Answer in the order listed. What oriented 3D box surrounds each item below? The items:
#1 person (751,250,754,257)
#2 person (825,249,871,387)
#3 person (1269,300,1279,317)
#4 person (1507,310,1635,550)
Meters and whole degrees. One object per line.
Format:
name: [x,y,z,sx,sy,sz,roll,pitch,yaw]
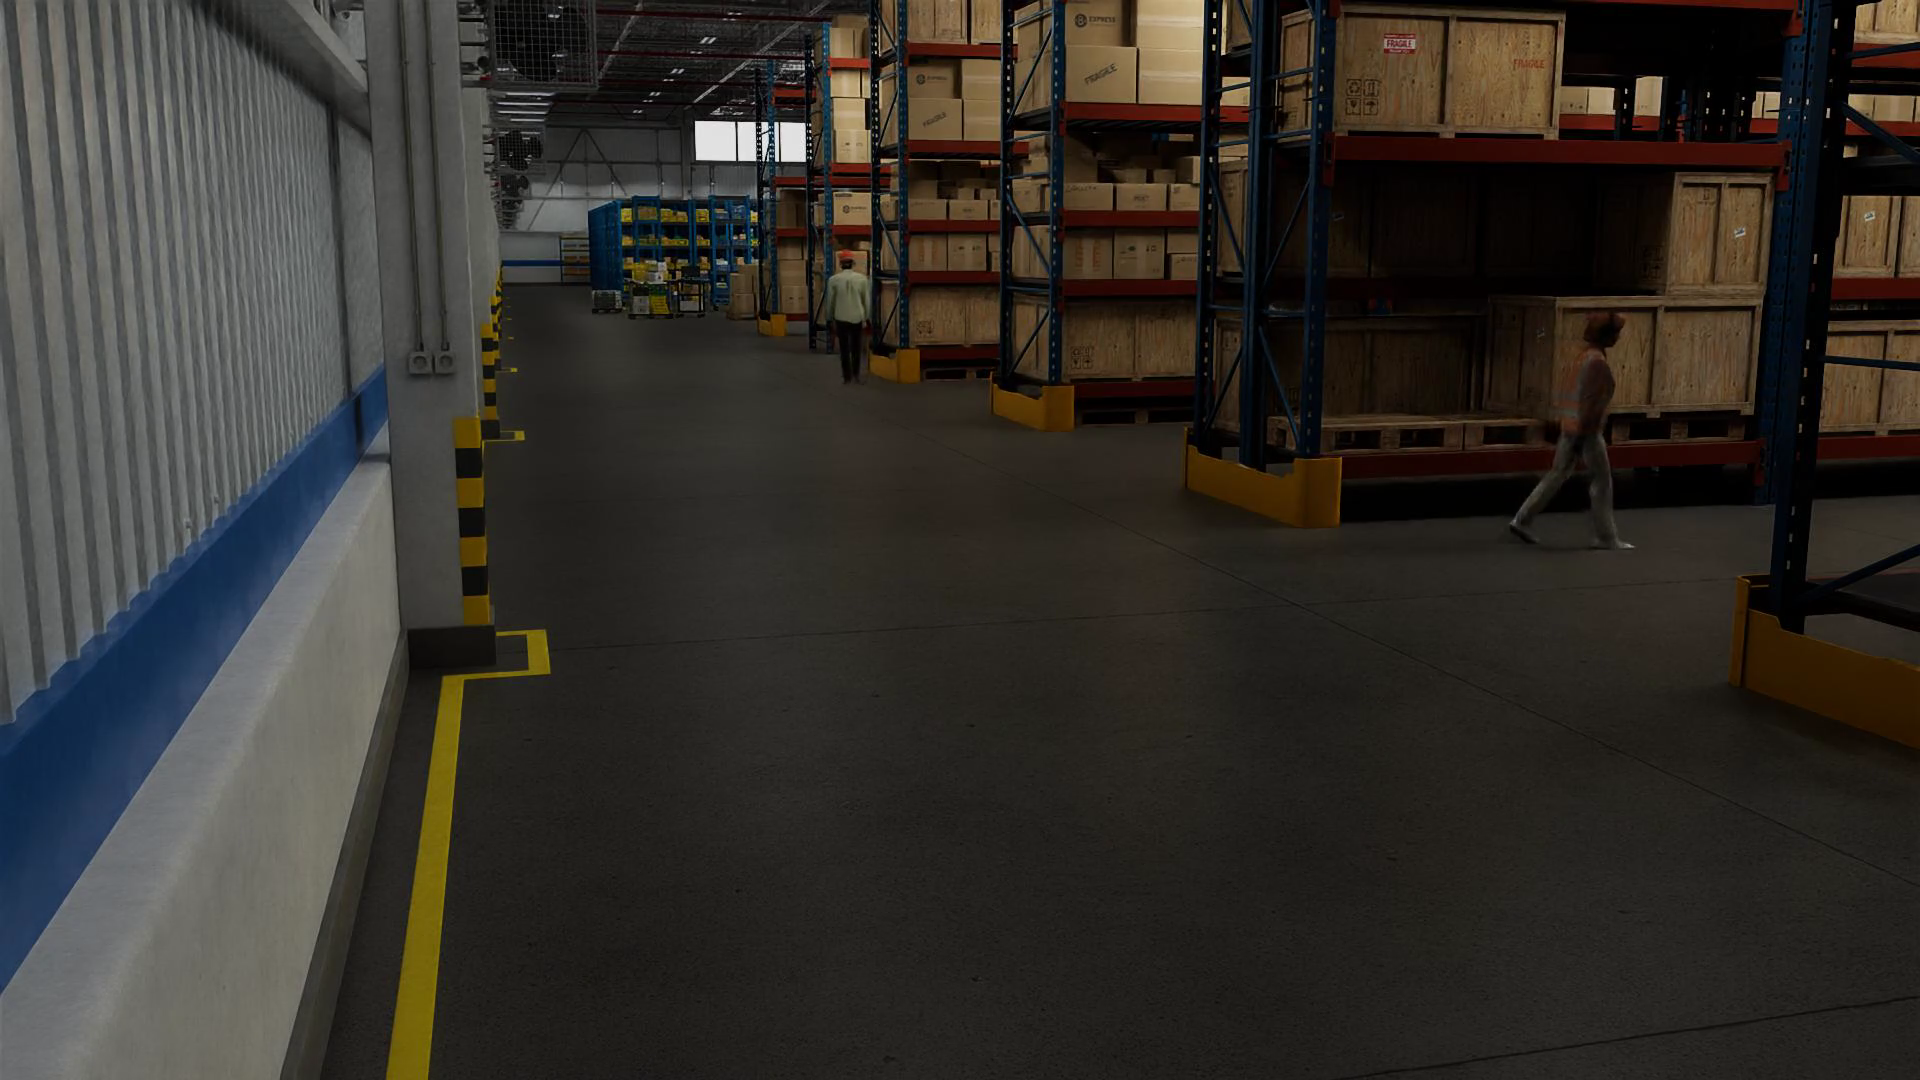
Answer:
person: [-9.128,-11.896,73.671,0.570,1.841,0.374,-2,10,-14]
person: [-1.651,-3.231,24.227,0.654,1.971,0.700,-2,10,-13]
person: [3.071,-1.850,17.155,0.885,1.700,0.591,1,10,8]
person: [4.111,-0.736,11.132,0.783,1.606,0.532,1,10,7]
